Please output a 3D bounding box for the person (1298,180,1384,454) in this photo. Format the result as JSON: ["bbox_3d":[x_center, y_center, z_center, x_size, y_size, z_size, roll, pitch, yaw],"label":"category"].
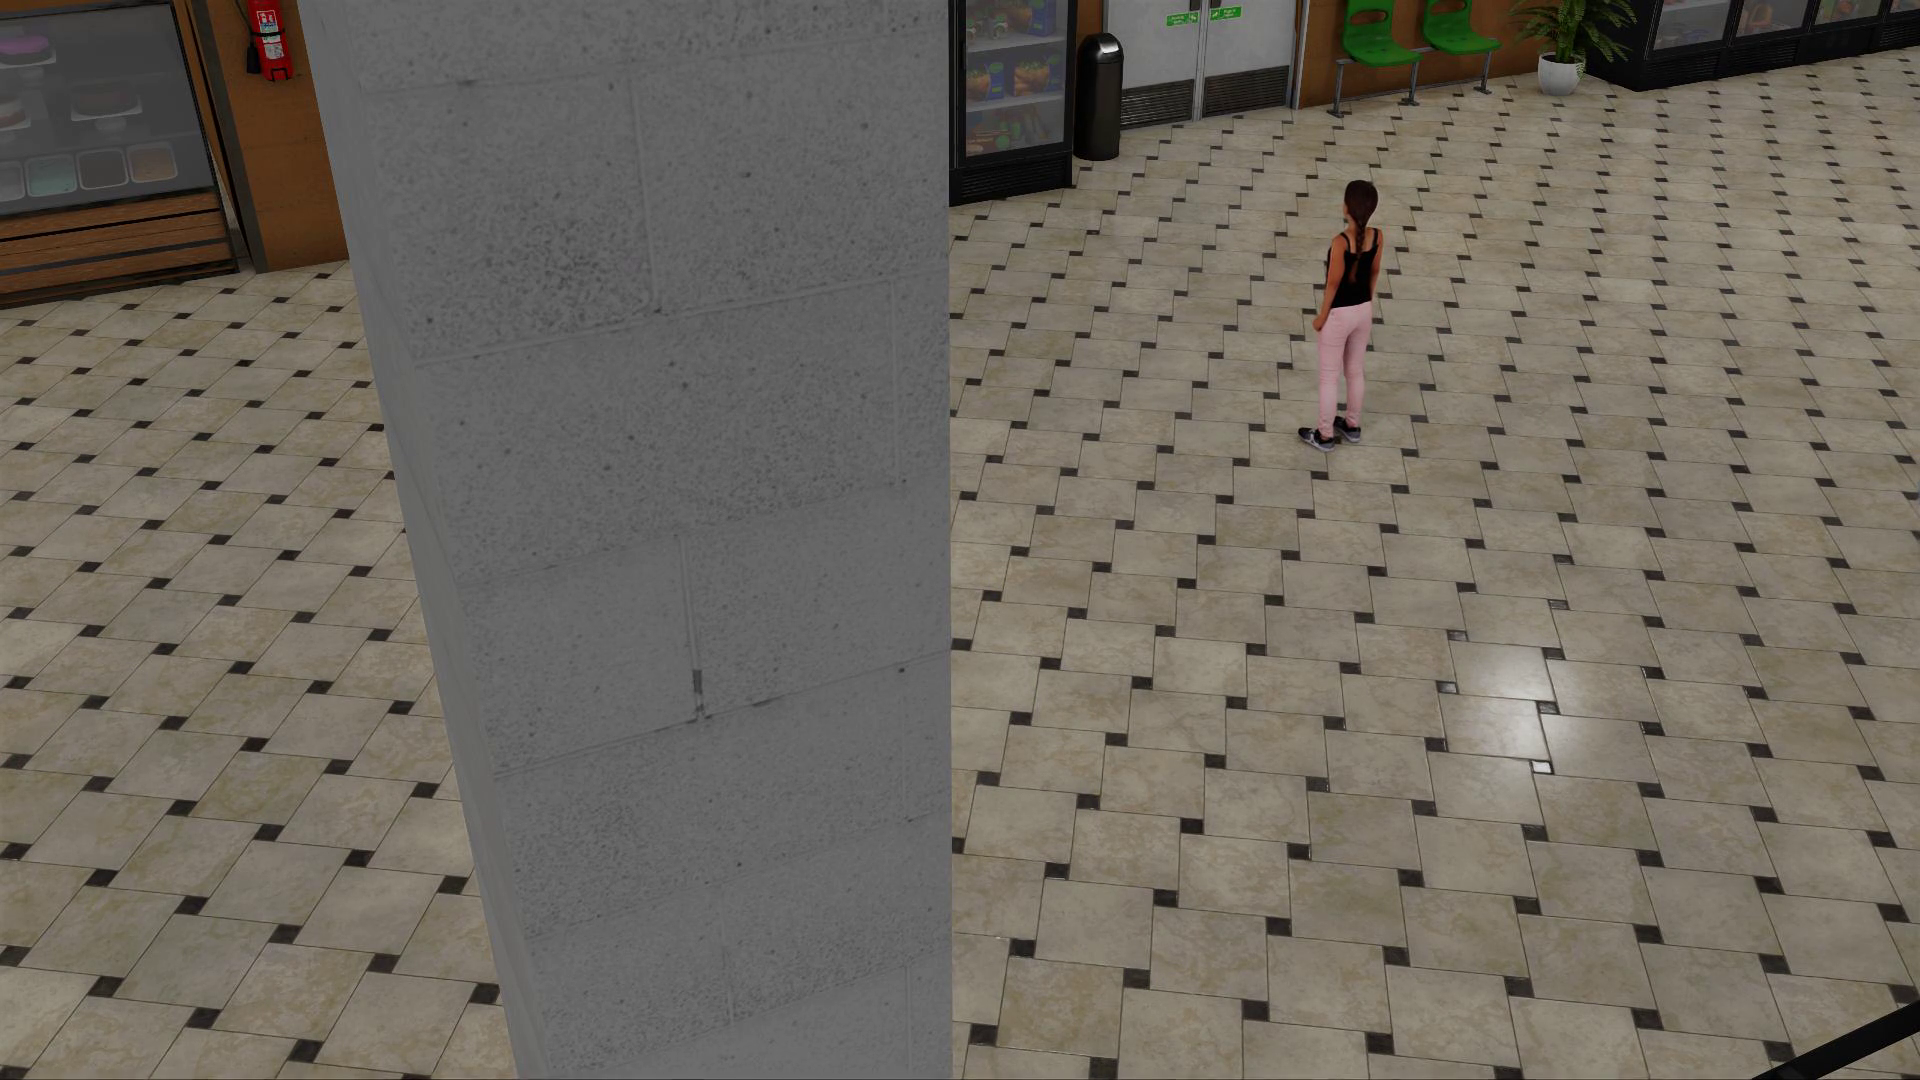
[{"bbox_3d":[2.145,-1.242,9.229,0.536,1.564,0.502,-16,35,-23],"label":"person"}]
